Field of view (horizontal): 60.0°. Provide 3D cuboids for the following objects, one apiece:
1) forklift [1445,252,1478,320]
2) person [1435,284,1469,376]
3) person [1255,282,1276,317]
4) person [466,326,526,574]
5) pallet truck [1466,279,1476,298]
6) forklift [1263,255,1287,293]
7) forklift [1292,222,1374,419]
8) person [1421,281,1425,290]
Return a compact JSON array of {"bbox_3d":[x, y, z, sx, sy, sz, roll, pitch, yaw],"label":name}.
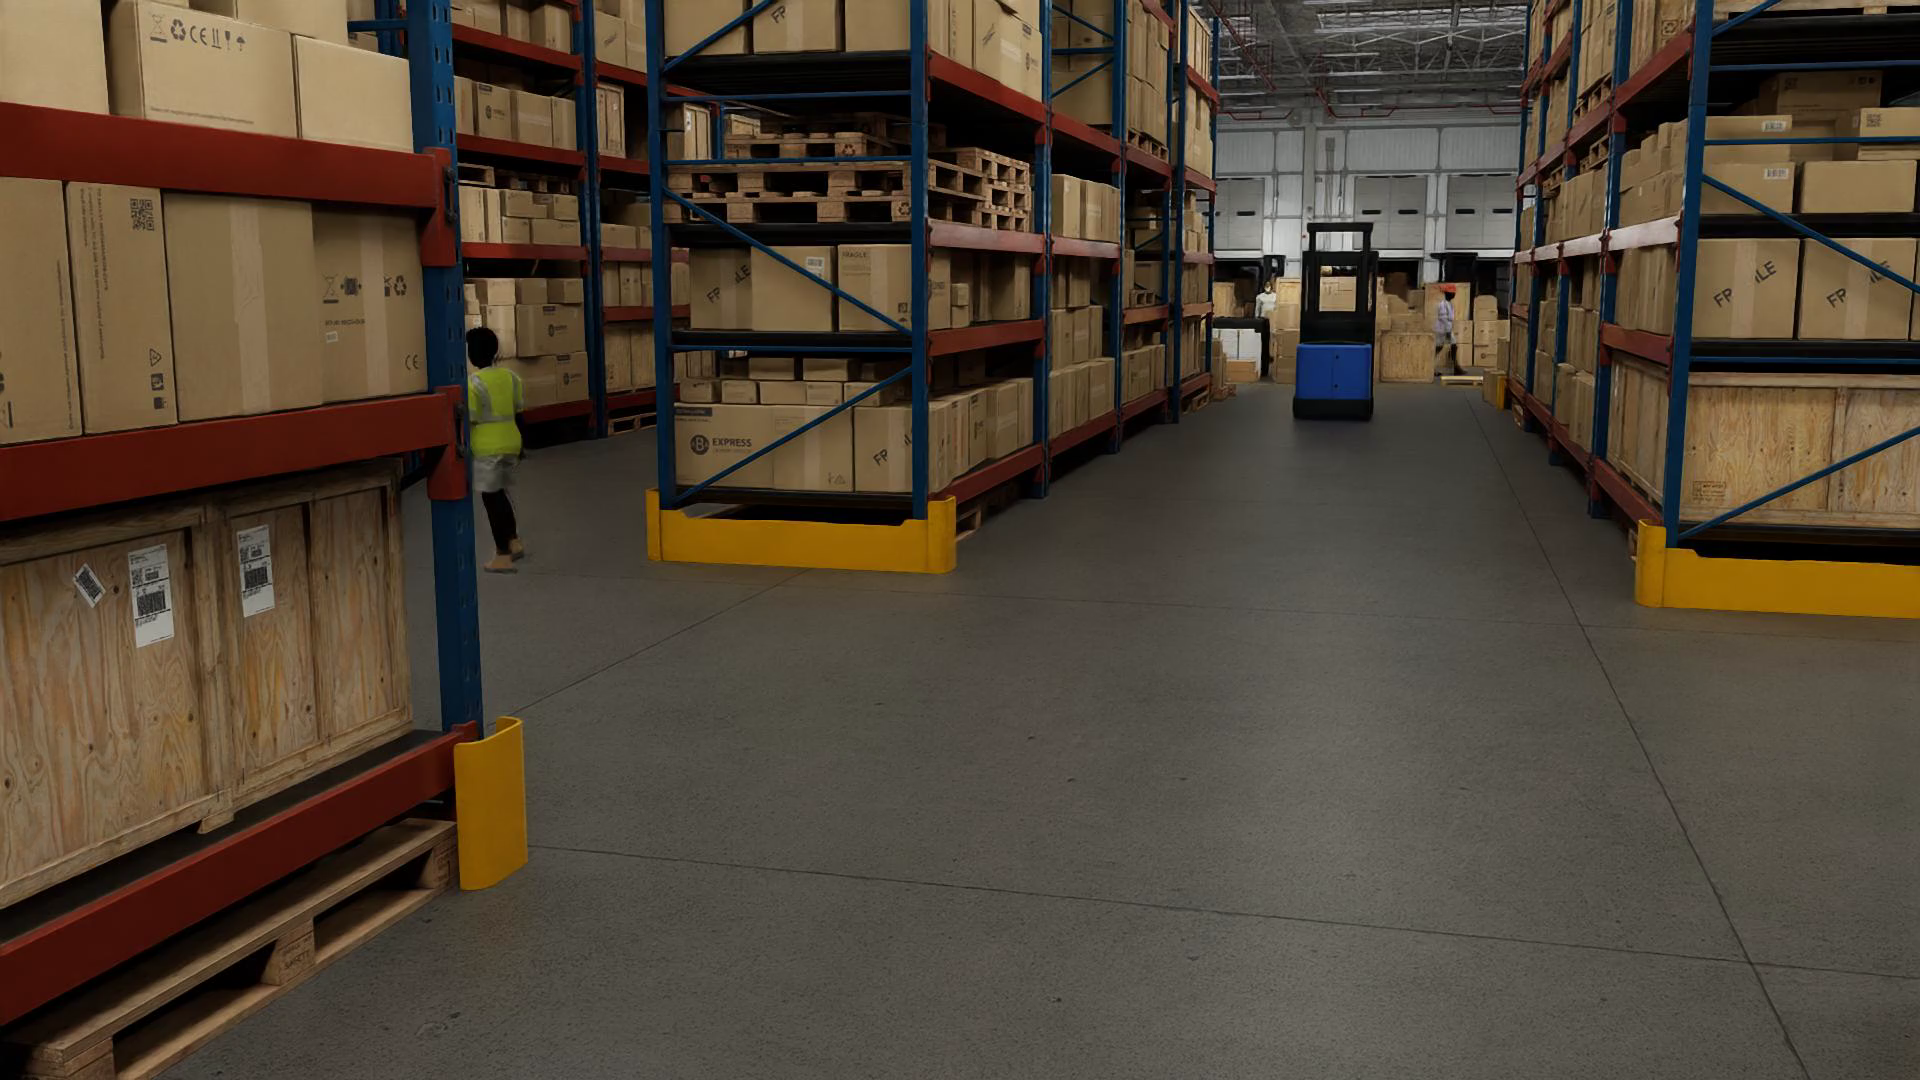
[{"bbox_3d":[15.464,-7.504,51.449,1.129,2.768,1.873,-2,9,-11],"label":"forklift"},{"bbox_3d":[10.134,-4.327,34.375,0.922,1.899,0.566,8,12,40],"label":"person"},{"bbox_3d":[7.900,-5.664,42.740,0.637,1.938,0.357,2,9,14],"label":"person"},{"bbox_3d":[-3.202,-0.612,11.398,0.417,1.686,0.571,5,10,29],"label":"person"},{"bbox_3d":[18.896,-8.459,60.307,1.885,1.965,0.823,5,10,31],"label":"pallet truck"},{"bbox_3d":[10.799,-8.409,57.195,1.129,2.768,1.873,-9,12,-44],"label":"forklift"},{"bbox_3d":[5.478,-3.211,24.173,1.129,2.768,1.873,2,9,15],"label":"forklift"},{"bbox_3d":[16.287,-8.130,58.491,0.597,1.913,0.474,4,10,23],"label":"person"}]
